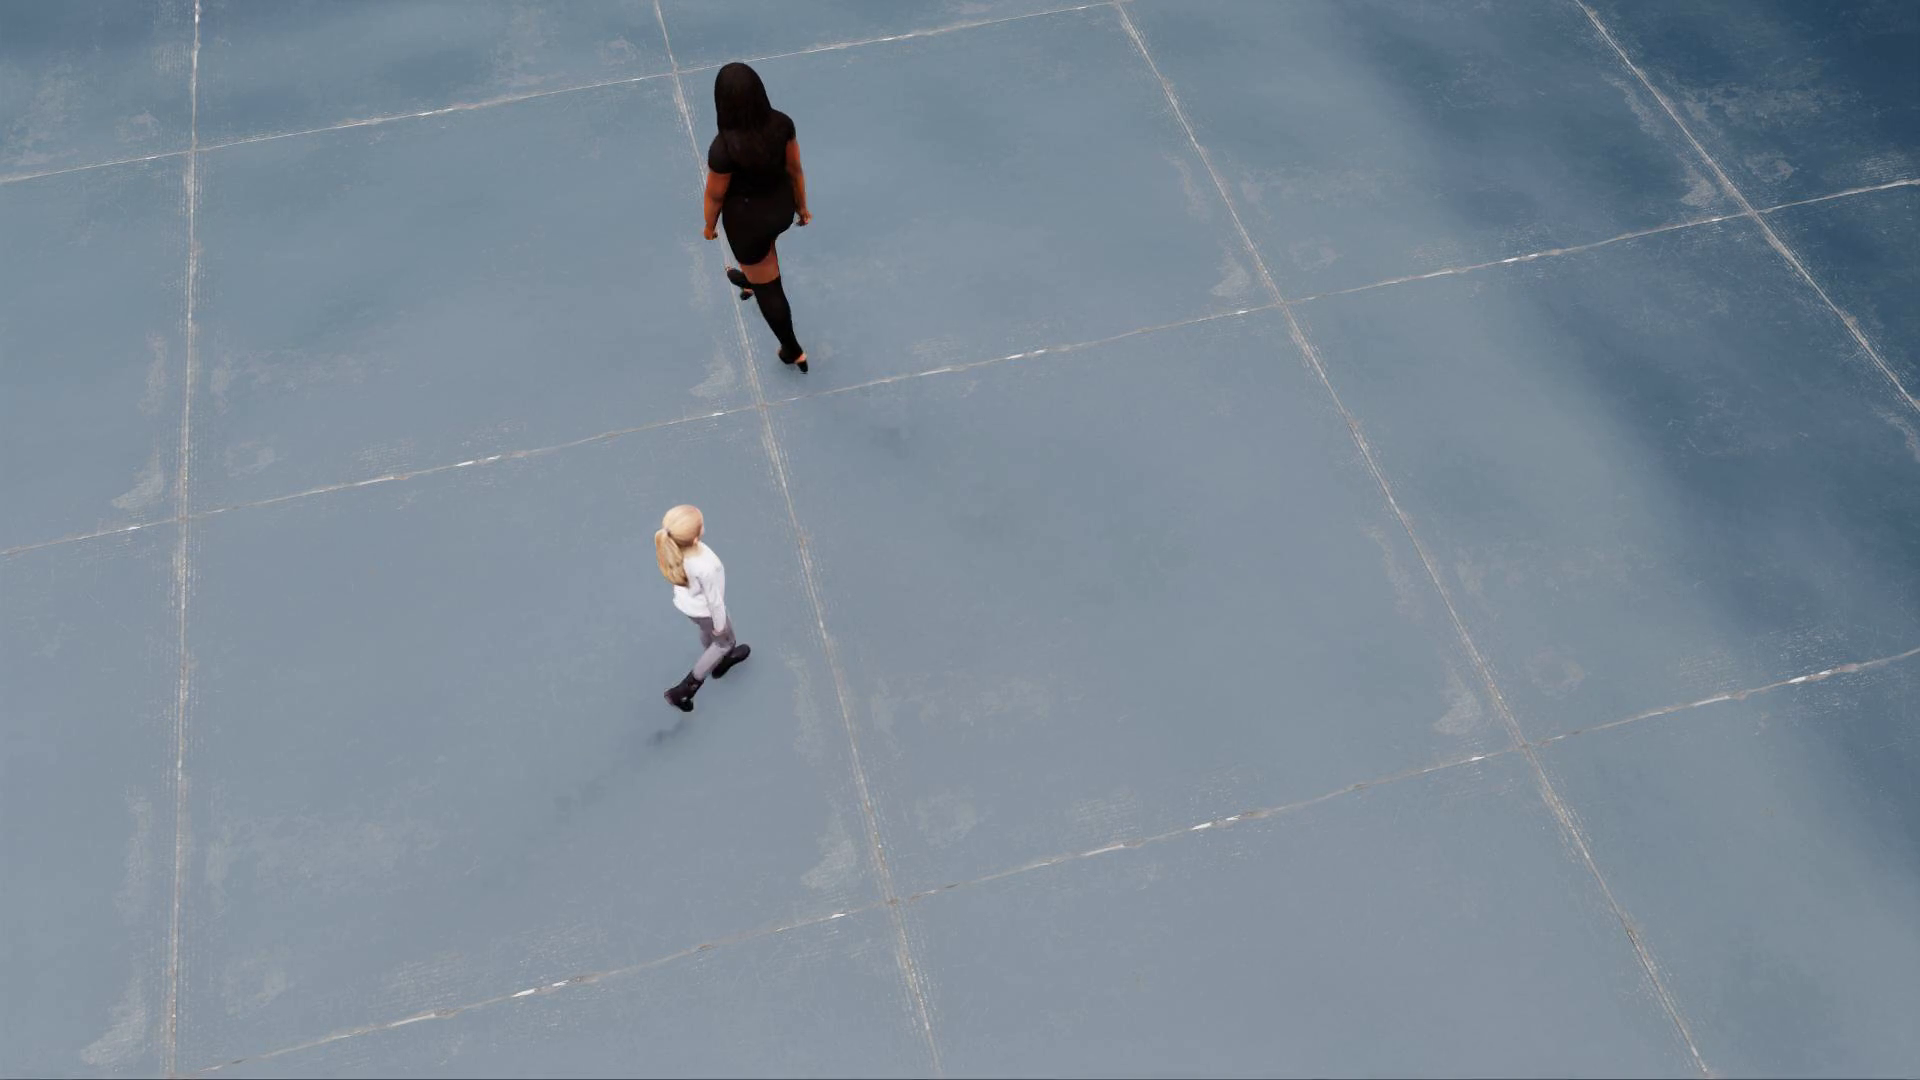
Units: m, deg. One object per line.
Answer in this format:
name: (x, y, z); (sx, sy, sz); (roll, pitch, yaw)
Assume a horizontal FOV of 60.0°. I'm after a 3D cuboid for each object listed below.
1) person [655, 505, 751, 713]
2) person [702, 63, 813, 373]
person: (-1.188, 0.307, 7.359); (0.766, 1.267, 0.756); (38, 61, 25)
person: (-0.964, -1.556, 8.456); (0.967, 1.815, 1.189); (-33, 59, -23)
